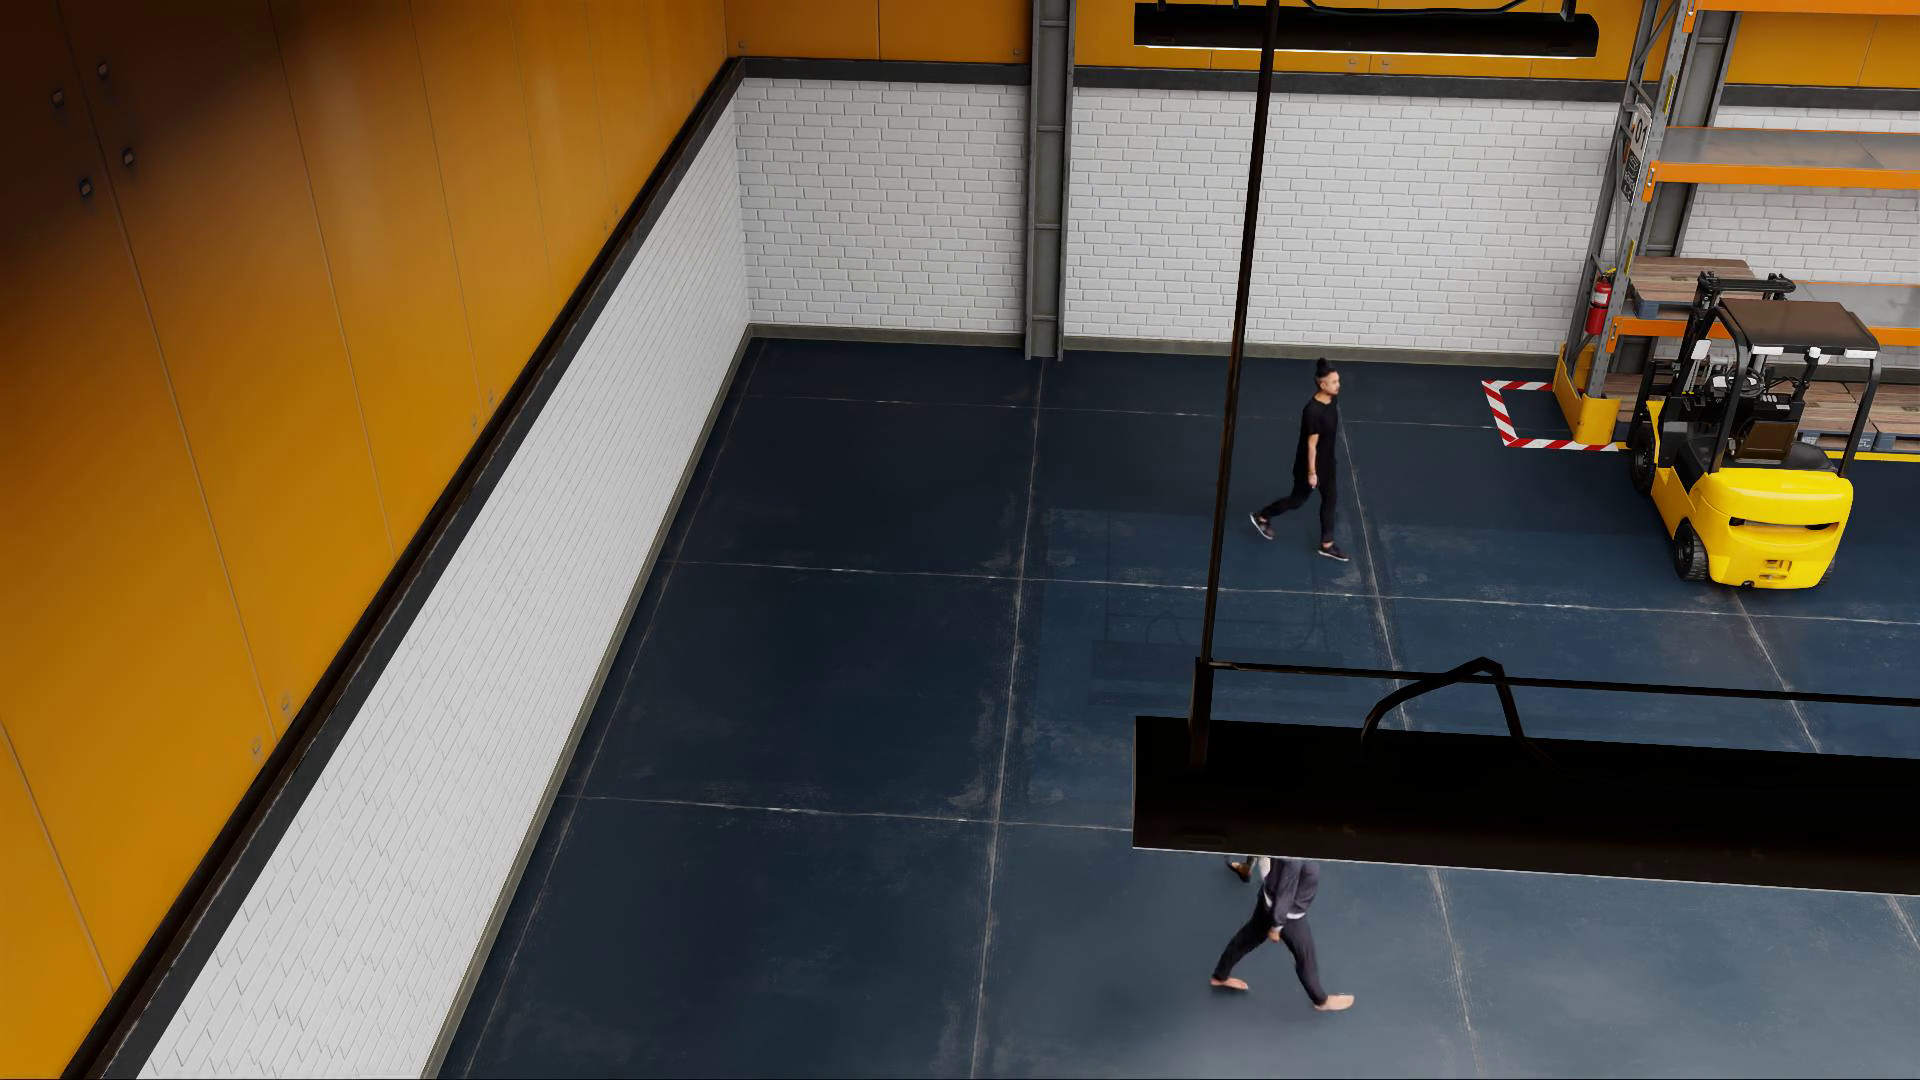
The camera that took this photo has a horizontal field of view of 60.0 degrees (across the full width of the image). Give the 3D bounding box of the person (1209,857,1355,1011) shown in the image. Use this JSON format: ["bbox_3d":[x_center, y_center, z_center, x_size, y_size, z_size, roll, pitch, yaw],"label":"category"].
[{"bbox_3d":[1.846,2.154,9.908,1.103,1.685,0.677,0,34,0],"label":"person"}]

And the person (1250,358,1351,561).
[{"bbox_3d":[2.921,-0.695,14.063,1.275,1.831,1.067,21,39,29],"label":"person"}]
